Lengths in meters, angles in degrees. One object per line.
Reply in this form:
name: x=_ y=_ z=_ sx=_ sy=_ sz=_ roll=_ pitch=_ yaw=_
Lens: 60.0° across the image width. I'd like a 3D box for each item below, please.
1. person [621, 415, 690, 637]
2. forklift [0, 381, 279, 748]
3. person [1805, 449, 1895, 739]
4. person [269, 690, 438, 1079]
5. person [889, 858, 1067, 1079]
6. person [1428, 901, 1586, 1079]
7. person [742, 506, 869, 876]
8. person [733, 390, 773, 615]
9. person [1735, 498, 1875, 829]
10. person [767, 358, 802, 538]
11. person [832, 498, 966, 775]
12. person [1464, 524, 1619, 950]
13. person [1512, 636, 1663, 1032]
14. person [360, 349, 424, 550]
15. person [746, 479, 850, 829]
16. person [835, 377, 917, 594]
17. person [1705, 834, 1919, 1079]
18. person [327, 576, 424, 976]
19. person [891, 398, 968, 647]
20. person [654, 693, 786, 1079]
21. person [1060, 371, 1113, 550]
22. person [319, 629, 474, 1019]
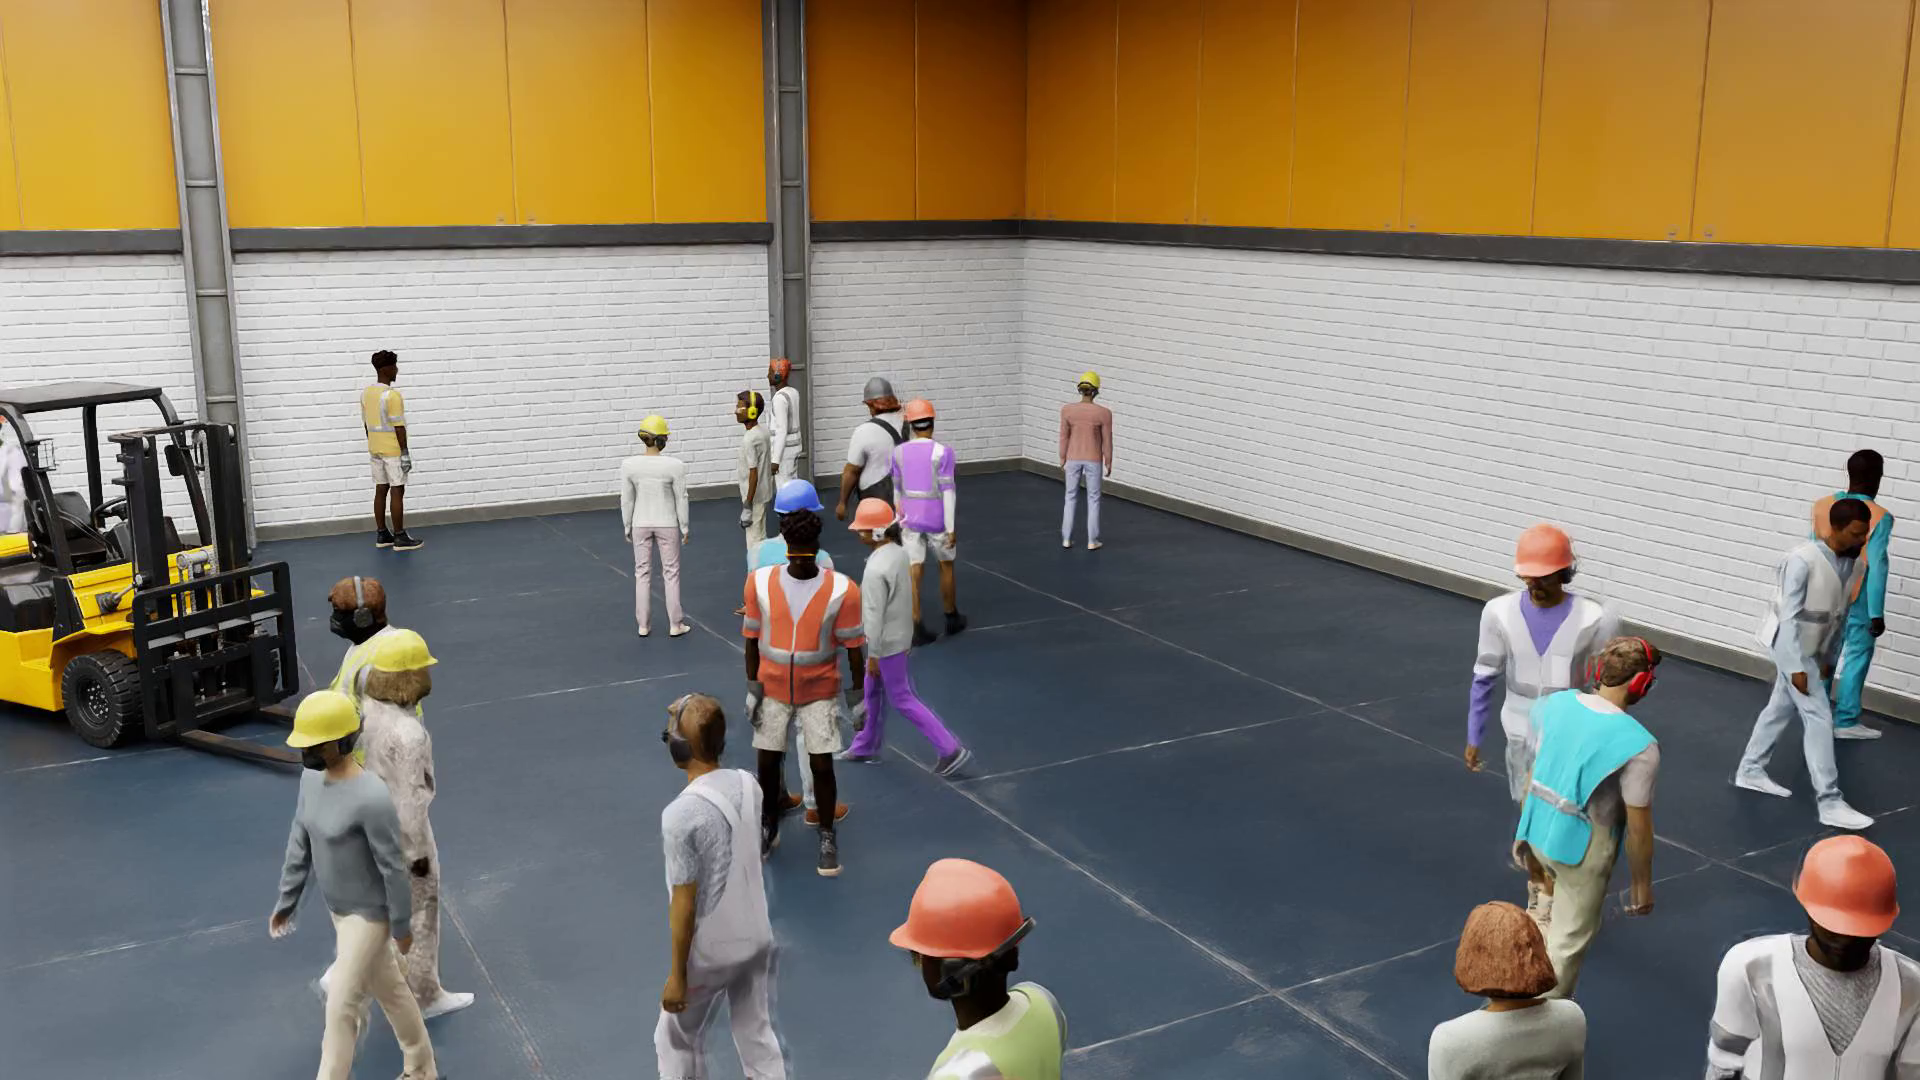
person: x=-2.392 y=-0.105 z=13.108 sx=0.533 sy=1.764 sz=0.322 roll=1 pitch=12 yaw=3
forklift: x=-5.853 y=0.085 z=11.199 sx=2.313 sy=2.155 sz=1.214 roll=7 pitch=14 yaw=28
person: x=5.687 y=0.359 z=10.605 sx=0.533 sy=1.904 sz=0.627 roll=-4 pitch=13 yaw=-17
person: x=-2.332 y=1.398 z=6.151 sx=0.529 sy=1.728 sz=0.870 roll=11 pitch=16 yaw=43
person: x=0.034 y=1.722 z=3.931 sx=0.412 sy=2.032 sz=0.602 roll=5 pitch=13 yaw=22
person: x=1.475 y=1.783 z=4.591 sx=0.505 sy=1.628 sz=0.278 roll=-4 pitch=13 yaw=-19
person: x=-0.815 y=0.767 z=8.589 sx=0.707 sy=1.945 sz=0.541 roll=1 pitch=12 yaw=4
person: x=-1.725 y=-0.311 z=13.820 sx=0.321 sy=1.873 sz=0.532 roll=1 pitch=12 yaw=7
person: x=4.817 y=0.666 z=9.322 sx=0.599 sy=1.838 sz=1.011 roll=-8 pitch=15 yaw=-34
person: x=-1.728 y=-0.834 z=16.243 sx=0.354 sy=1.883 sz=0.573 roll=2 pitch=12 yaw=8
person: x=-0.374 y=0.583 z=10.018 sx=0.851 sy=1.711 sz=0.566 roll=3 pitch=12 yaw=12
person: x=2.677 y=0.916 z=7.708 sx=0.656 sy=2.014 sz=0.681 roll=8 pitch=15 yaw=34
person: x=2.505 y=1.256 z=6.613 sx=0.597 sy=1.804 sz=0.600 roll=-4 pitch=13 yaw=-17
person: x=-5.577 y=-0.879 z=16.260 sx=0.607 sy=1.966 sz=0.367 roll=9 pitch=15 yaw=36
person: x=-0.906 y=0.629 z=9.231 sx=0.605 sy=1.949 sz=0.399 roll=9 pitch=15 yaw=36
person: x=-0.664 y=-0.376 z=13.722 sx=0.707 sy=2.000 sz=1.000 roll=-10 pitch=16 yaw=-40
person: x=2.246 y=1.698 z=4.316 sx=0.545 sy=1.909 sz=0.773 roll=3 pitch=12 yaw=13
person: x=-2.629 y=1.057 z=7.509 sx=0.431 sy=1.835 sz=0.619 roll=-5 pitch=13 yaw=-21
person: x=-0.230 y=-0.158 z=13.033 sx=0.574 sy=1.896 sz=0.863 roll=5 pitch=13 yaw=23
person: x=-0.912 y=1.418 z=5.849 sx=0.801 sy=1.808 sz=0.535 roll=7 pitch=14 yaw=28
person: x=1.234 y=-0.774 z=16.265 sx=0.534 sy=1.756 sz=0.342 roll=4 pitch=13 yaw=17
person: x=-2.382 y=1.221 z=6.960 sx=0.532 sy=1.727 sz=0.503 roll=-10 pitch=16 yaw=-40
